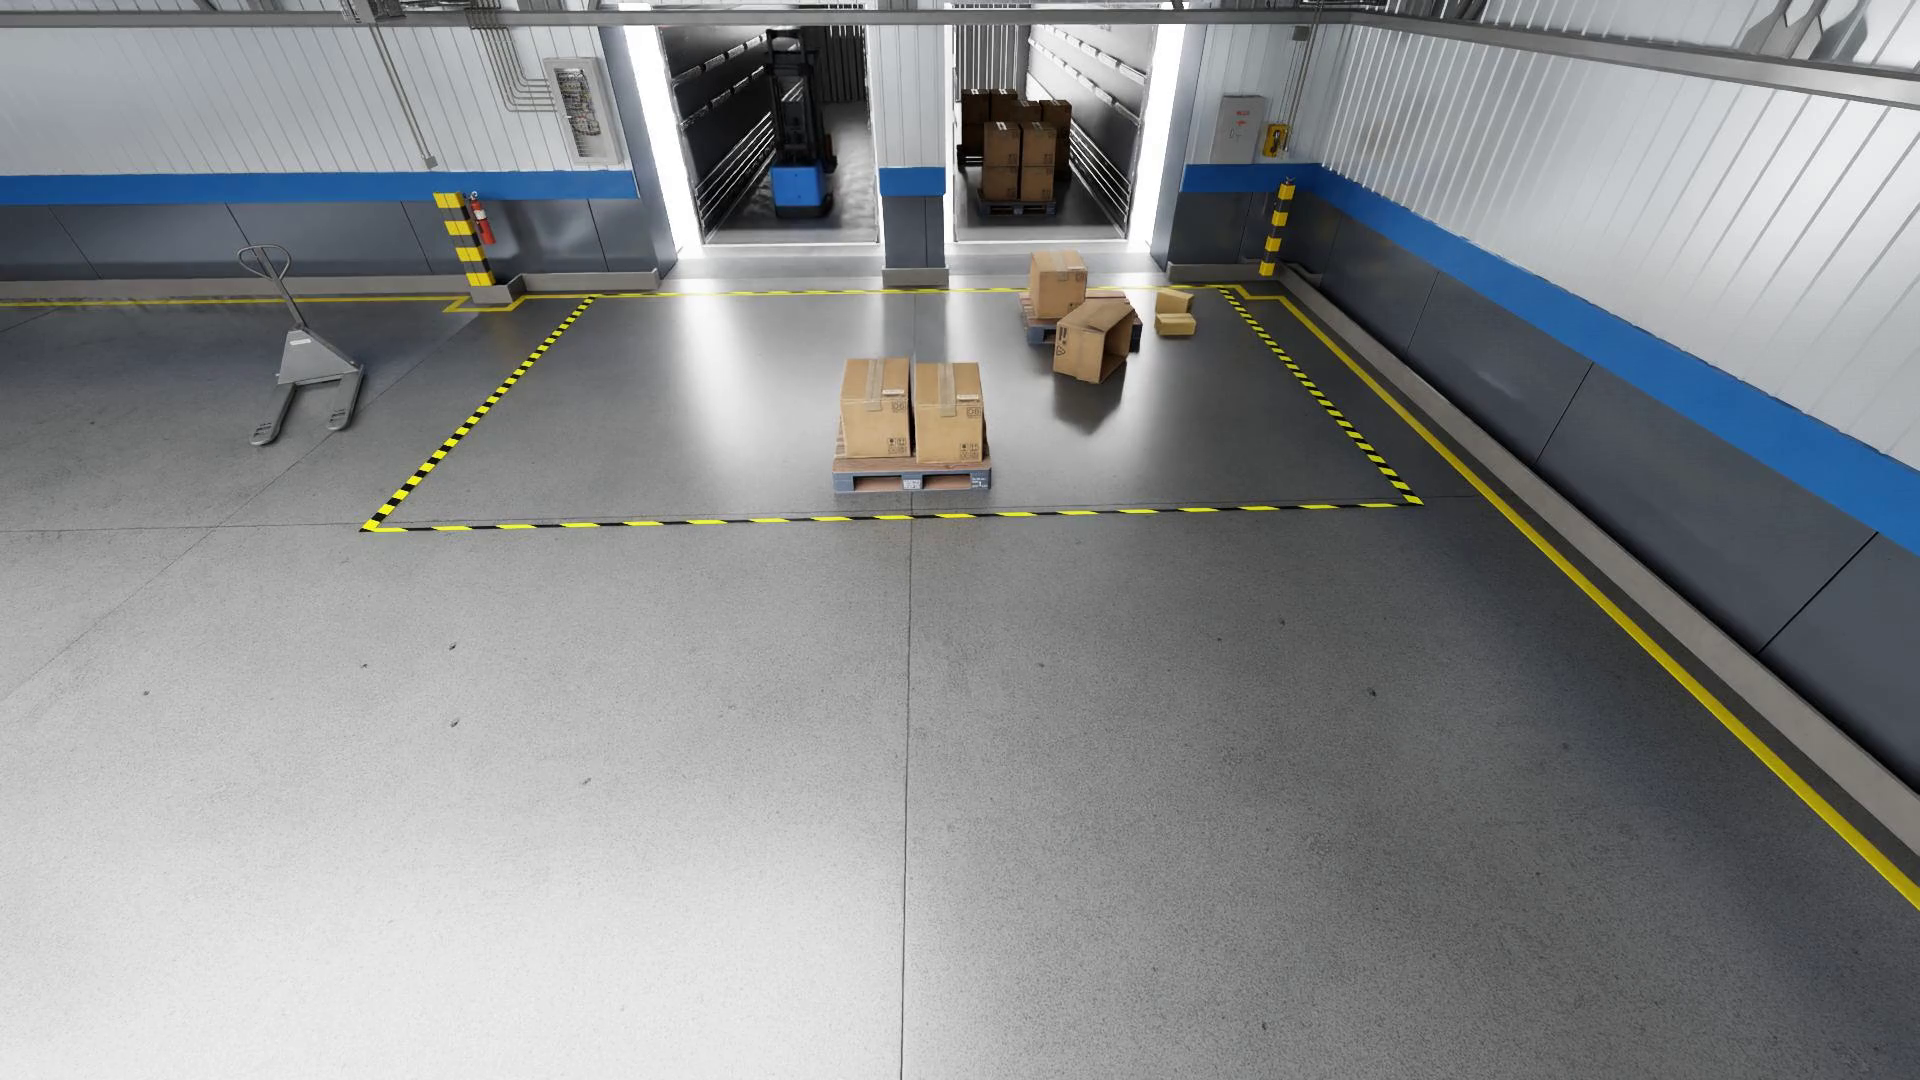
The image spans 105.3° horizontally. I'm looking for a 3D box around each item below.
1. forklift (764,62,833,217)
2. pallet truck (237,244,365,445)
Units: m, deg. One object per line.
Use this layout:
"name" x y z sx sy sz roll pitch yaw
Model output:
"forklift" -2.514 -6.034 11.141 0.716 2.013 0.776 -1 38 -1
"pallet truck" -5.915 -1.733 6.366 0.680 1.201 1.601 -18 42 -21
